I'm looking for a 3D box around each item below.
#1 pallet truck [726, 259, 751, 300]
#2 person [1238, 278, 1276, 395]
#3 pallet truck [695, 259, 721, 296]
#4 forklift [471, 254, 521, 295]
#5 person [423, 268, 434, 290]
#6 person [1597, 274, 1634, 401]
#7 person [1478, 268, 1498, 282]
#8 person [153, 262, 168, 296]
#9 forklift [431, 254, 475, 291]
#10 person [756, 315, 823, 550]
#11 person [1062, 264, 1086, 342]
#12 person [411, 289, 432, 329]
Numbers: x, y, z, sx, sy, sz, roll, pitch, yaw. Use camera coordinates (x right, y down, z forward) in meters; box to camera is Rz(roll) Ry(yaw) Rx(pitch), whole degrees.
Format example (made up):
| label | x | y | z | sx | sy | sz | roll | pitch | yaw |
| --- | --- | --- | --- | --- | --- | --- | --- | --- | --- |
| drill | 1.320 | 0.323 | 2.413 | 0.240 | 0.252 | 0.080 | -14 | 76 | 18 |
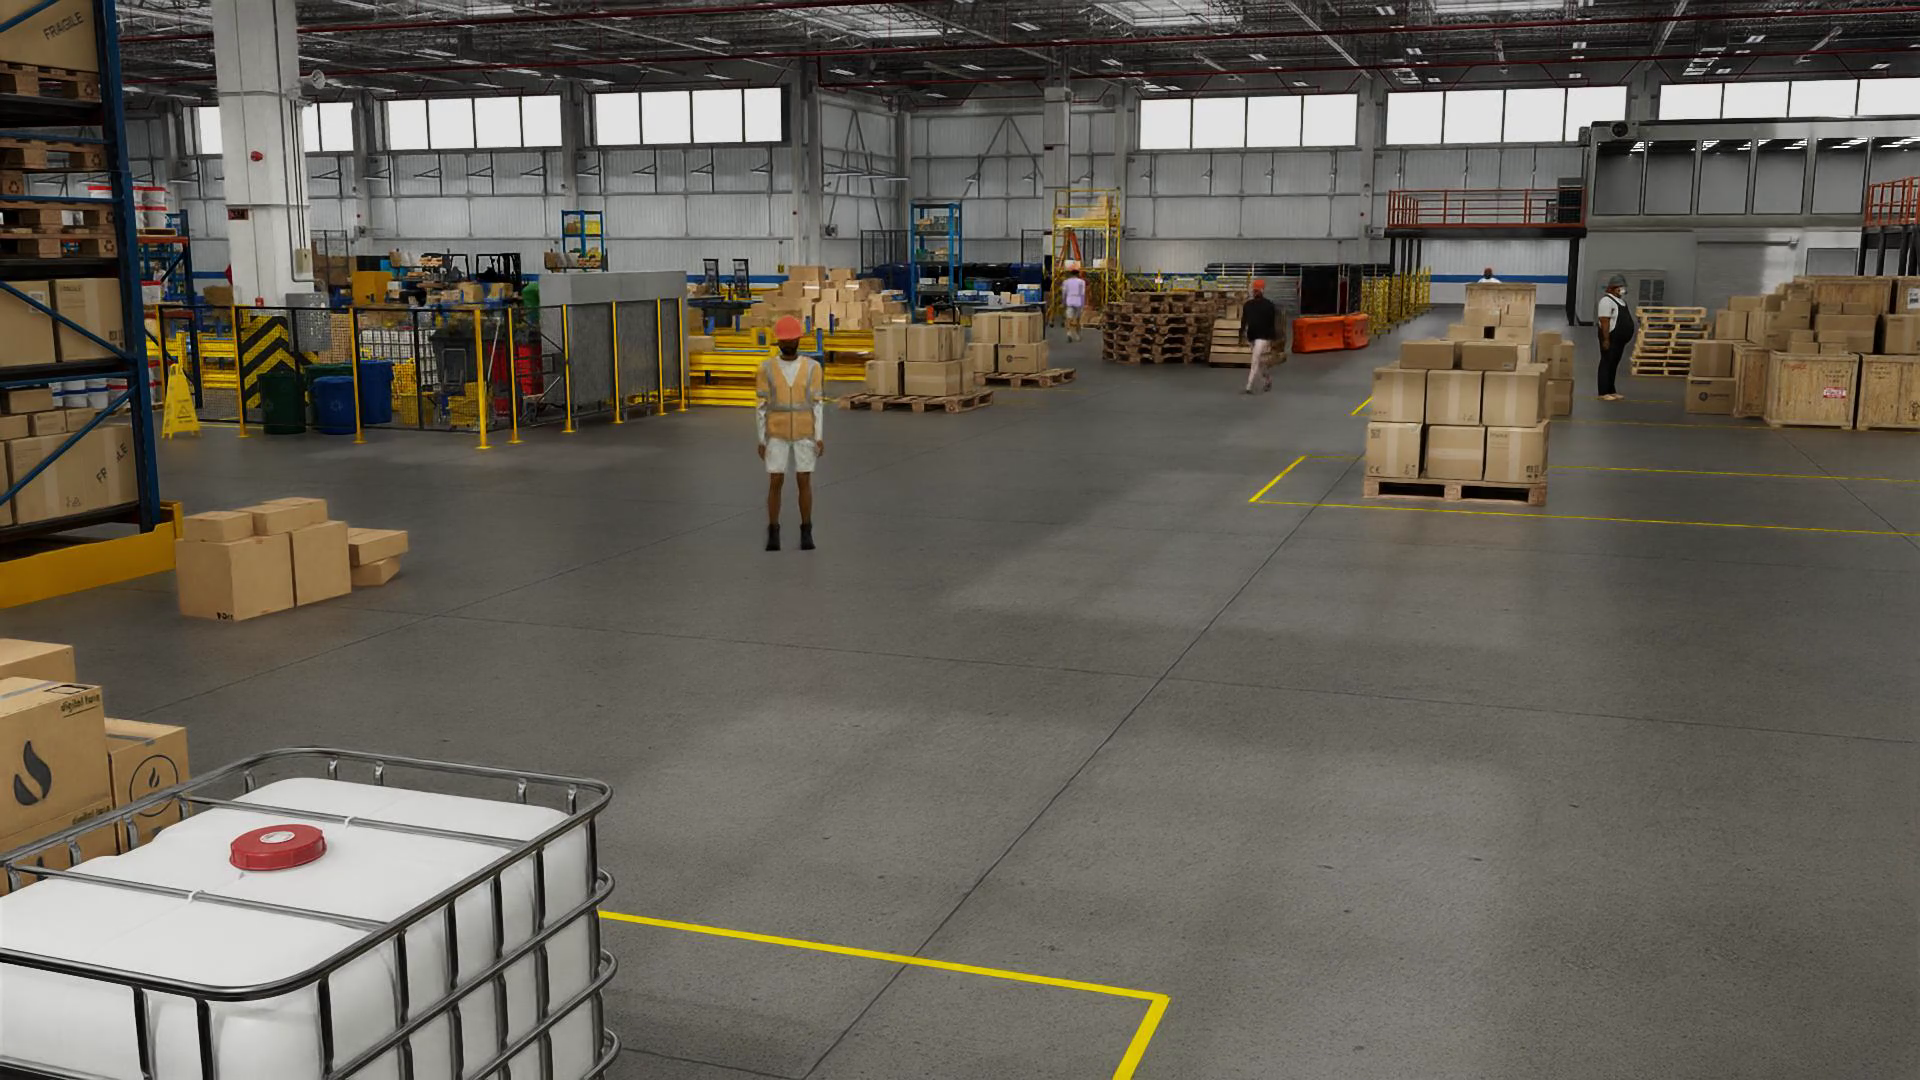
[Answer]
| label | x | y | z | sx | sy | sz | roll | pitch | yaw |
| --- | --- | --- | --- | --- | --- | --- | --- | --- | --- |
| pallet truck | -7.986 | -9.493 | 62.019 | 0.823 | 1.965 | 1.885 | 3 | 11 | 17 |
| person | 5.031 | -3.421 | 27.990 | 1.022 | 1.958 | 0.621 | -9 | 14 | -42 |
| pallet truck | -9.165 | -9.627 | 62.776 | 0.823 | 1.965 | 1.885 | 4 | 11 | 23 |
| forklift | -17.990 | -10.121 | 64.684 | 1.157 | 1.987 | 2.680 | 3 | 11 | 17 |
| person | -19.411 | -9.188 | 60.787 | 0.404 | 1.826 | 0.587 | -7 | 12 | -33 |
| person | 10.554 | -3.254 | 26.764 | 0.539 | 2.000 | 0.689 | 8 | 13 | 39 |
| person | 14.775 | -6.685 | 46.633 | 0.599 | 1.851 | 0.880 | 5 | 11 | 26 |
| person | -27.646 | -8.640 | 57.474 | 0.642 | 1.909 | 0.410 | 6 | 12 | 29 |
| forklift | -20.133 | -10.254 | 65.465 | 1.157 | 1.987 | 2.680 | 3 | 11 | 19 |
| person | -1.392 | -0.875 | 13.659 | 0.551 | 1.935 | 0.370 | -2 | 10 | -10 |
| person | 2.912 | -6.073 | 42.762 | 0.618 | 2.011 | 0.867 | 2 | 10 | 9 |
| person | -10.047 | -3.824 | 30.979 | 0.448 | 1.688 | 0.537 | 5 | 11 | 24 |
